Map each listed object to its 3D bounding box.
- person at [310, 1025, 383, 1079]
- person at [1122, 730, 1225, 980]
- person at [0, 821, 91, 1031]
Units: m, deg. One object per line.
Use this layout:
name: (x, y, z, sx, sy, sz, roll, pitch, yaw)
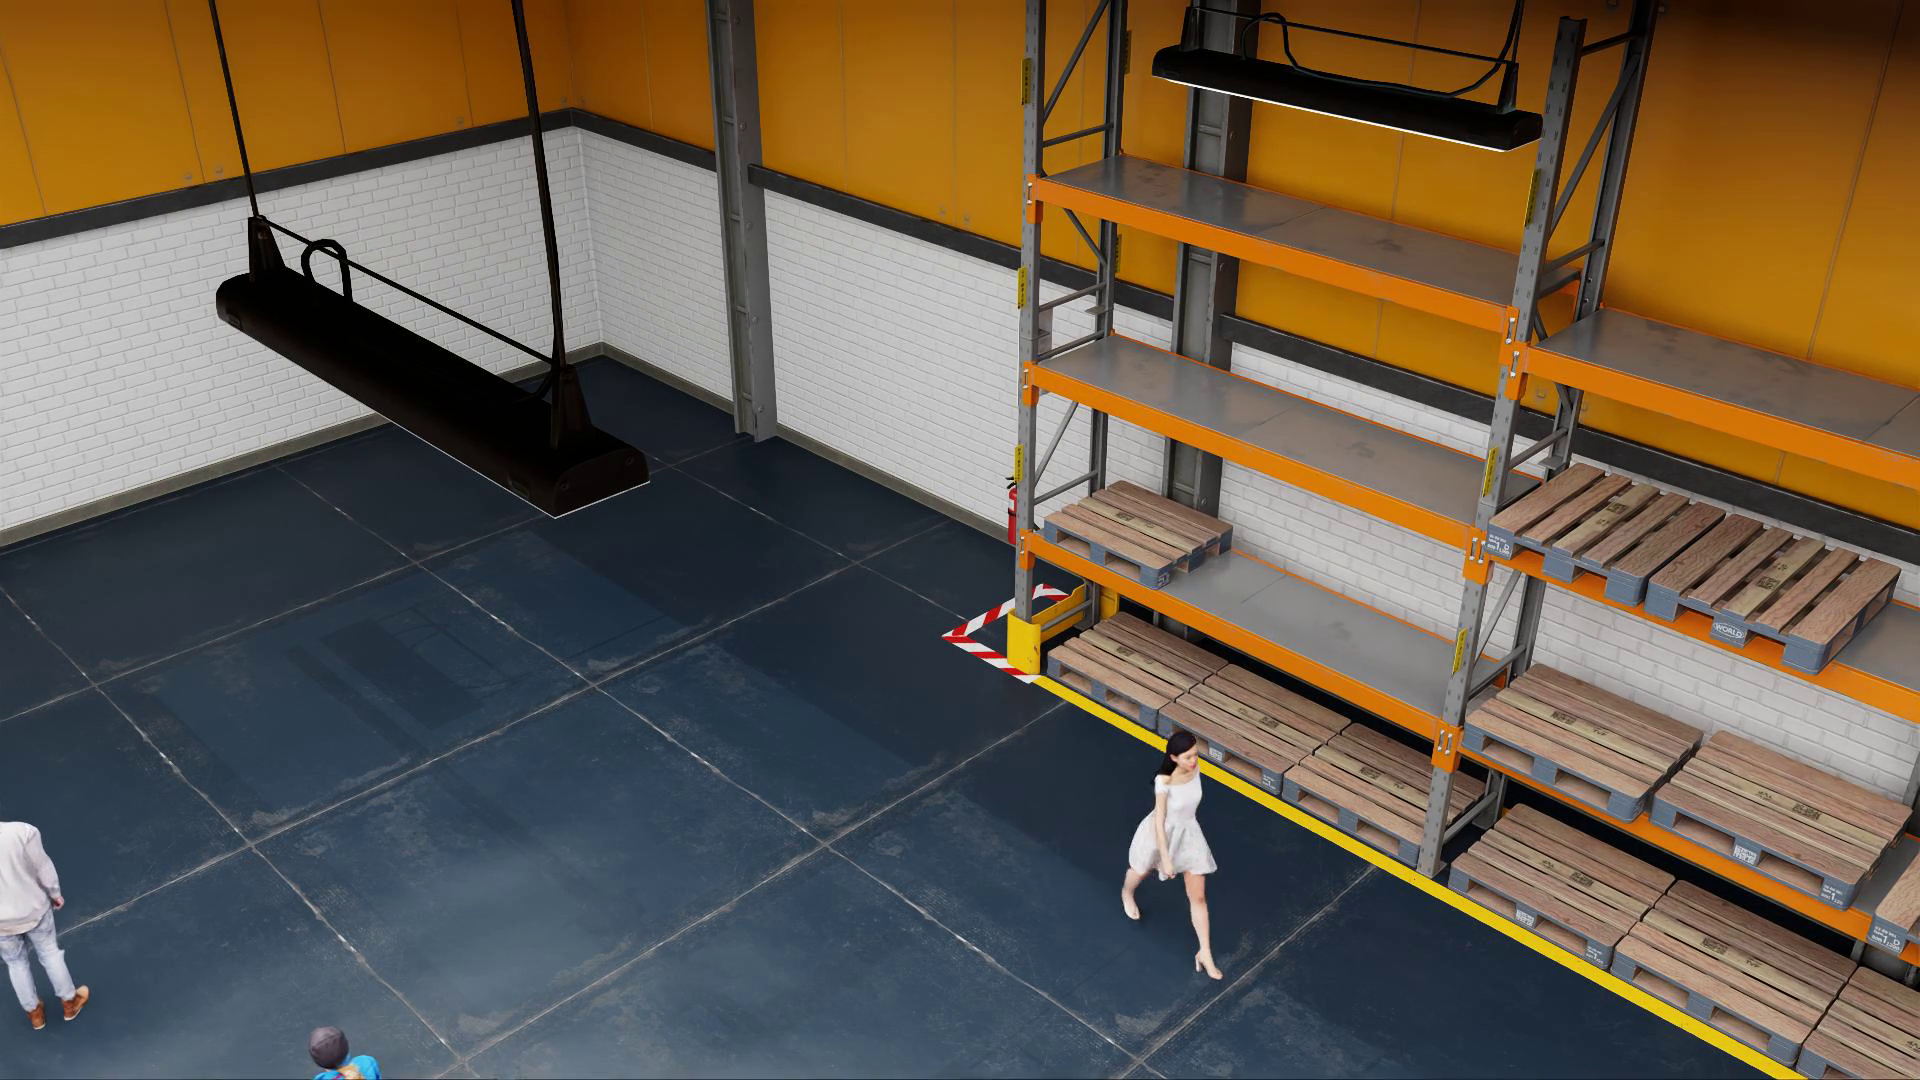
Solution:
person: (-3.106, 3.211, 8.629, 0.624, 1.800, 0.676, 14, 32, 24)
person: (1.318, 1.986, 10.967, 0.778, 1.711, 1.286, -18, 33, -29)
person: (-5.868, 2.263, 10.327, 0.757, 1.839, 0.708, -11, 30, -19)
